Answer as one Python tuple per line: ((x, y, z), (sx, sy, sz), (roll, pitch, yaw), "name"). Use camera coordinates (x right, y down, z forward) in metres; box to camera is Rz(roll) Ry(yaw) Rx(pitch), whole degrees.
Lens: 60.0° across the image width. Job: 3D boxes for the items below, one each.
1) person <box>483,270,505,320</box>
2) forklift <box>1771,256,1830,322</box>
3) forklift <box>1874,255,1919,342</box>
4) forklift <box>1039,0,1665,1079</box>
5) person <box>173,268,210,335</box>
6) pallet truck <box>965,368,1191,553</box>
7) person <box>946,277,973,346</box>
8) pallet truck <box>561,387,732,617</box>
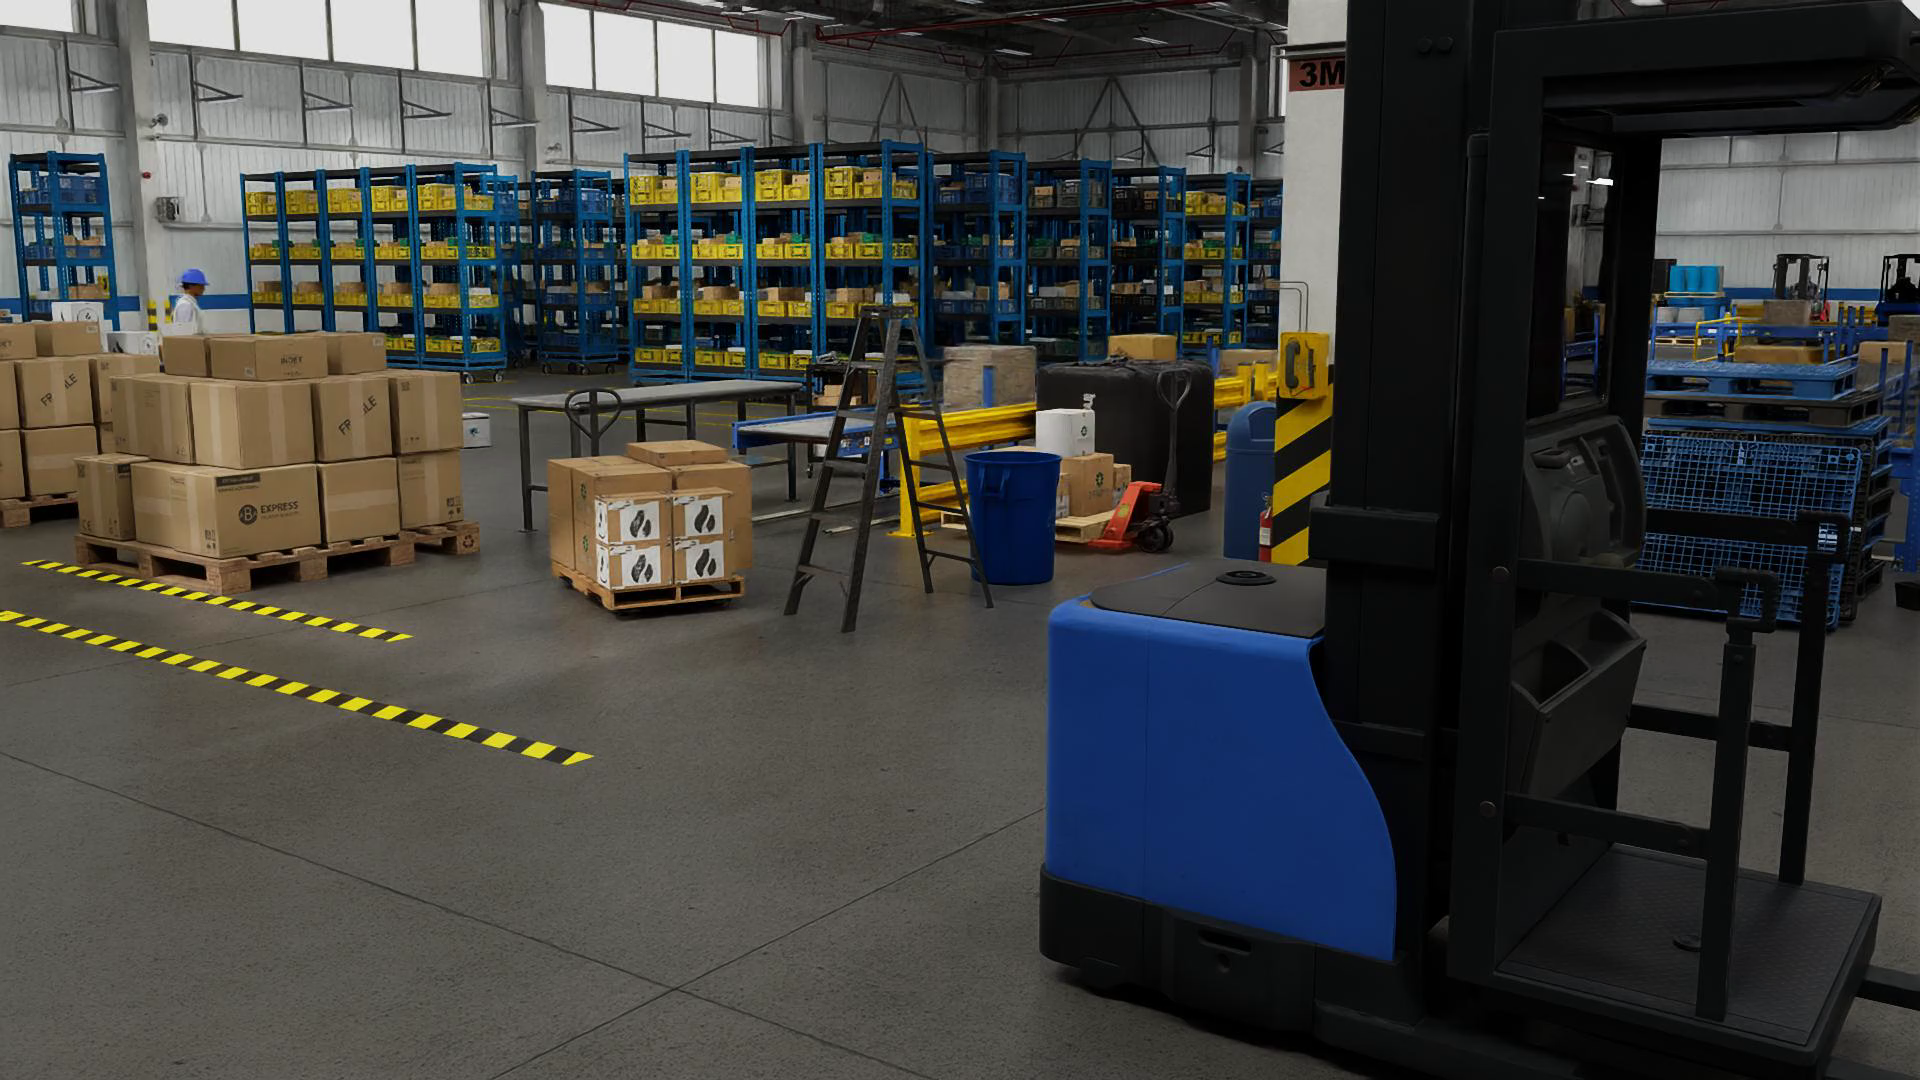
((-10.252, -5.019, 36.538), (0.599, 1.832, 0.436), (4, 10, 24), "person")
((20.253, -5.854, 40.139), (1.157, 1.987, 2.680), (7, 12, 35), "forklift")
((22.089, -5.634, 38.796), (1.157, 1.987, 2.680), (6, 11, 33), "forklift")
((1.249, -0.137, 4.360), (1.873, 2.768, 1.129), (7, 12, 35), "forklift")
((-8.503, -2.084, 18.764), (0.706, 1.927, 0.644), (-4, 10, -20), "person")
((0.845, -0.609, 11.869), (1.630, 1.274, 0.653), (7, 12, 35), "pallet truck")
((0.023, -3.641, 28.473), (0.613, 1.784, 0.596), (-6, 11, -31), "person")
((-1.981, -0.274, 10.088), (0.680, 1.201, 1.601), (-5, 11, -28), "pallet truck")
